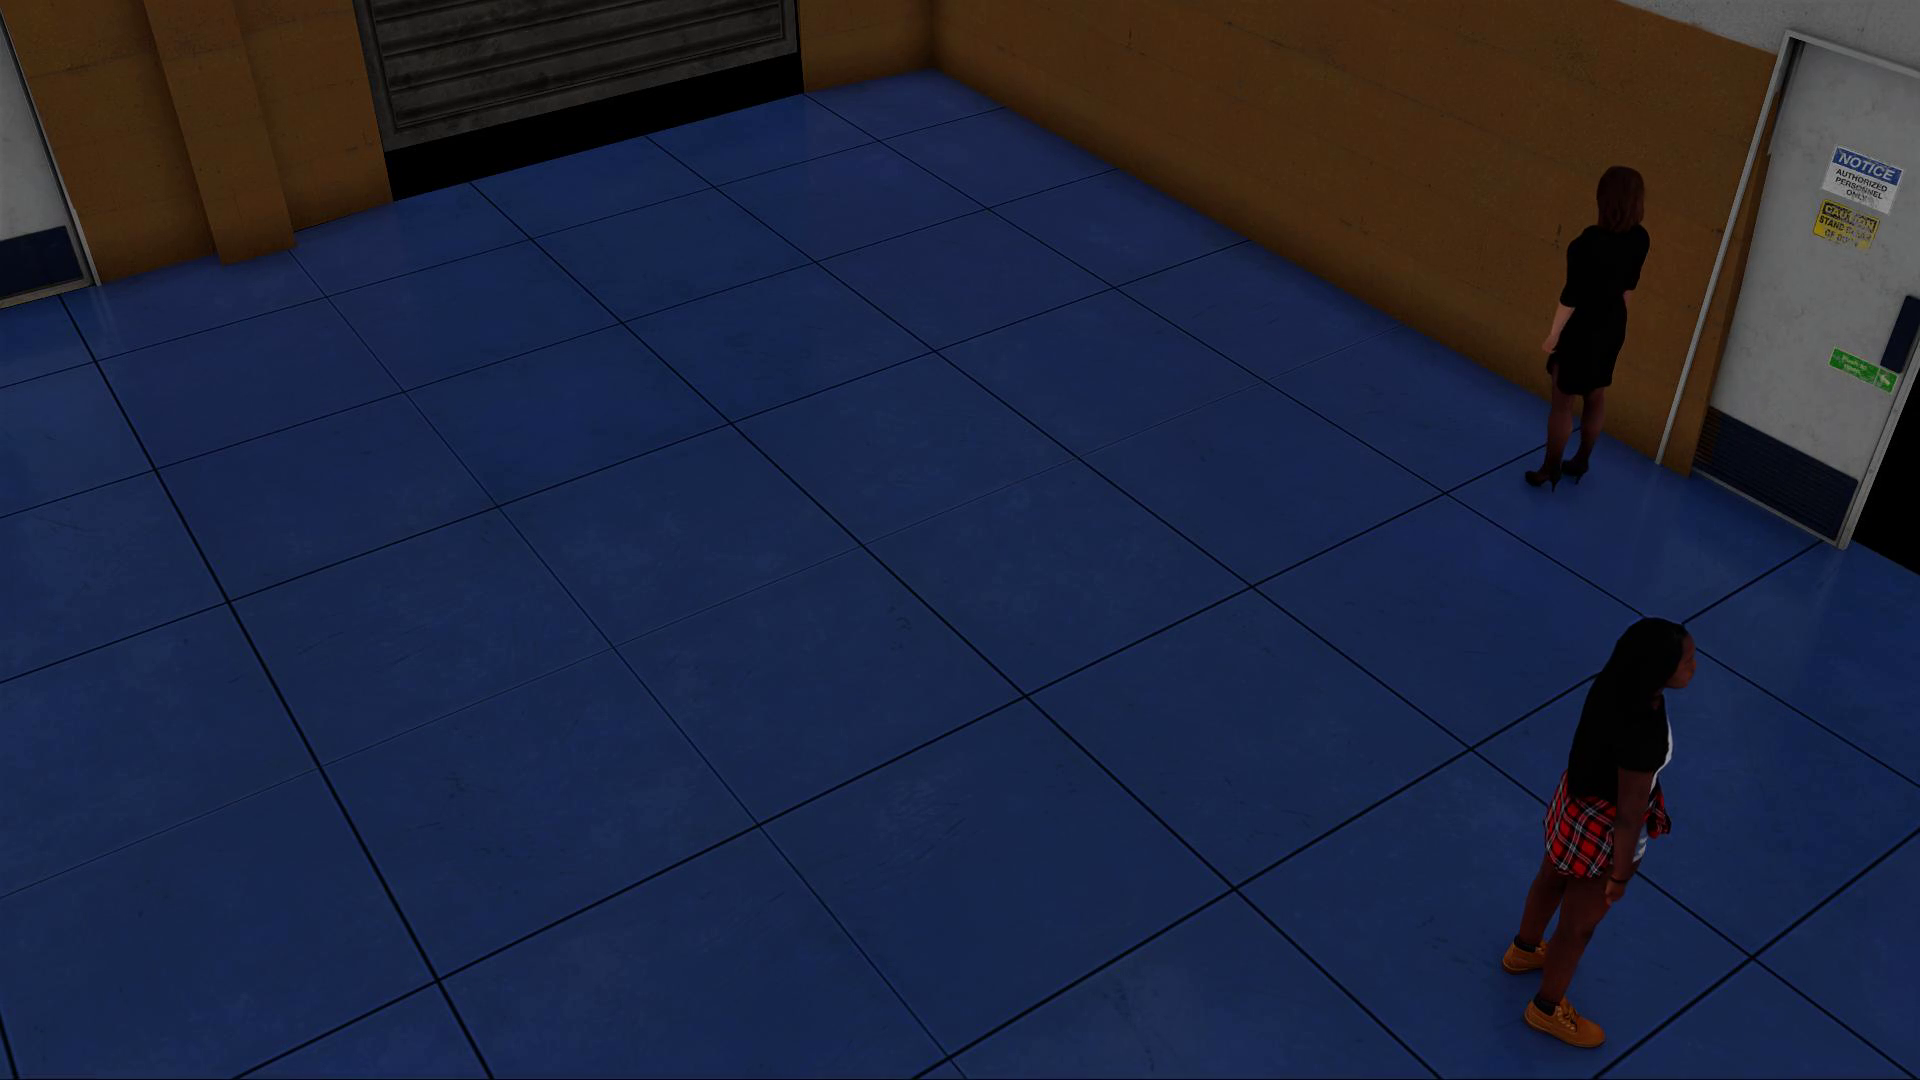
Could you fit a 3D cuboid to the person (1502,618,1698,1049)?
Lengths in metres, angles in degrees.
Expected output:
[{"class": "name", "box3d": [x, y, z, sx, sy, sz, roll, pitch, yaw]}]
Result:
[{"class": "person", "box3d": [2.087, 0.942, 5.452, 0.767, 1.729, 0.719, 2, 37, 3]}]

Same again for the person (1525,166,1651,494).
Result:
[{"class": "person", "box3d": [3.040, -0.991, 8.035, 0.521, 1.704, 0.695, -13, 39, -16]}]
